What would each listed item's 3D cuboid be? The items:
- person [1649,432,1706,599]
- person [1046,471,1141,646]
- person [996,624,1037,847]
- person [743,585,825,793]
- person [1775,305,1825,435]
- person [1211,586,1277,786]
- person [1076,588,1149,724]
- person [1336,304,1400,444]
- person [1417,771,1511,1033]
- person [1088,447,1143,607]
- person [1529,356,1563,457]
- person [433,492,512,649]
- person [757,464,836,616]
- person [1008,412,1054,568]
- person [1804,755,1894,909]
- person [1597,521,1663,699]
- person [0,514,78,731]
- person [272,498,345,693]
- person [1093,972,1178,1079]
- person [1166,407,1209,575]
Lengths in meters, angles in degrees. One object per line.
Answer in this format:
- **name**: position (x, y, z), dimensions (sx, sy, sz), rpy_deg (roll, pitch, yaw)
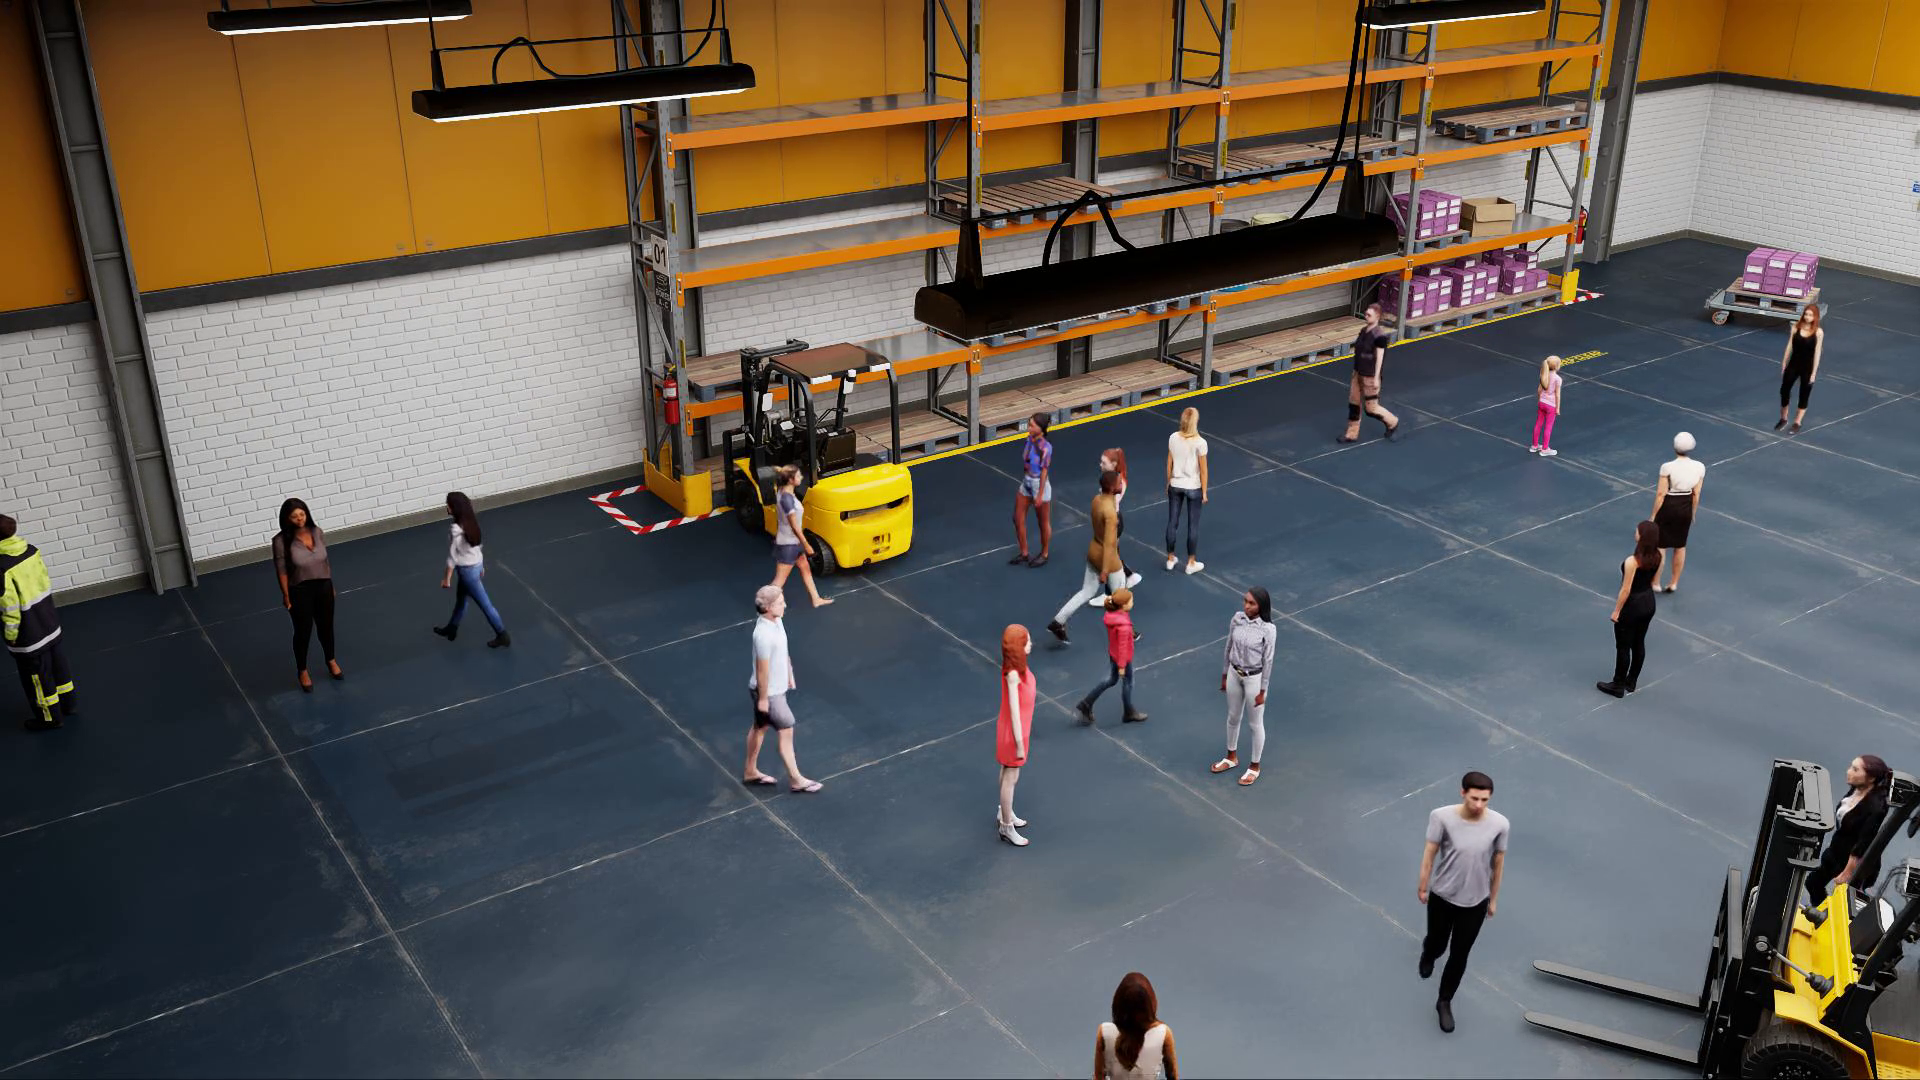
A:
- **person**: position (7.221, -0.245, 16.824), dimensions (0.659, 1.753, 0.770), rpy_deg (-1, 24, -3)
- **person**: position (1.271, 0.206, 15.751), dimensions (1.223, 1.786, 0.831), rpy_deg (-8, 25, -19)
- **person**: position (0.405, 1.476, 12.794), dimensions (0.705, 1.827, 0.673), rpy_deg (1, 24, 3)
- **person**: position (-1.632, 1.209, 13.426), dimensions (1.075, 1.810, 0.985), rpy_deg (1, 24, 3)
- **person**: position (10.857, -2.208, 21.366), dimensions (0.682, 1.711, 0.703), rpy_deg (18, 30, 36)
- **person**: position (2.358, 1.165, 13.634), dimensions (0.577, 1.725, 0.624), rpy_deg (-22, 32, -40)
- **person**: position (1.325, 1.033, 14.469), dimensions (0.938, 1.297, 0.735), rpy_deg (-5, 24, -10)
- **person**: position (5.219, -2.083, 20.944), dimensions (1.093, 1.820, 0.857), rpy_deg (-7, 25, -16)
- **person**: position (3.273, 2.288, 10.912), dimensions (0.973, 1.848, 1.035), rpy_deg (4, 24, 10)
- **person**: position (1.594, -0.118, 16.563), dimensions (0.900, 1.729, 0.806), rpy_deg (-1, 24, -1)
- **person**: position (7.328, -1.691, 20.735), dimensions (0.520, 1.270, 0.512), rpy_deg (-13, 27, -27)
- **person**: position (-4.548, 0.323, 15.734), dimensions (1.106, 1.586, 0.990), rpy_deg (1, 24, 2)
- **person**: position (-1.757, 0.049, 16.369), dimensions (1.087, 1.579, 0.877), rpy_deg (-3, 24, -6)
- **person**: position (0.879, -0.533, 17.513), dimensions (0.682, 1.729, 0.595), rpy_deg (-16, 28, -32)
- **person**: position (6.170, 2.209, 11.341), dimensions (0.763, 1.649, 0.714), rpy_deg (2, 24, 4)
- **person**: position (6.064, 0.612, 14.945), dimensions (0.507, 1.689, 0.657), rpy_deg (-13, 27, -27)
- **person**: position (-8.069, 0.692, 14.397), dimensions (0.890, 1.980, 0.873), rpy_deg (1, 24, 1)
- **person**: position (-5.910, 0.473, 15.073), dimensions (0.770, 1.840, 0.617), rpy_deg (19, 30, 37)
- **person**: position (0.927, 3.181, 8.988), dimensions (1.002, 1.752, 1.081), rpy_deg (5, 24, 12)
- **person**: position (2.358, -0.527, 17.399), dimensions (0.674, 1.809, 0.633), rpy_deg (14, 27, 29)
